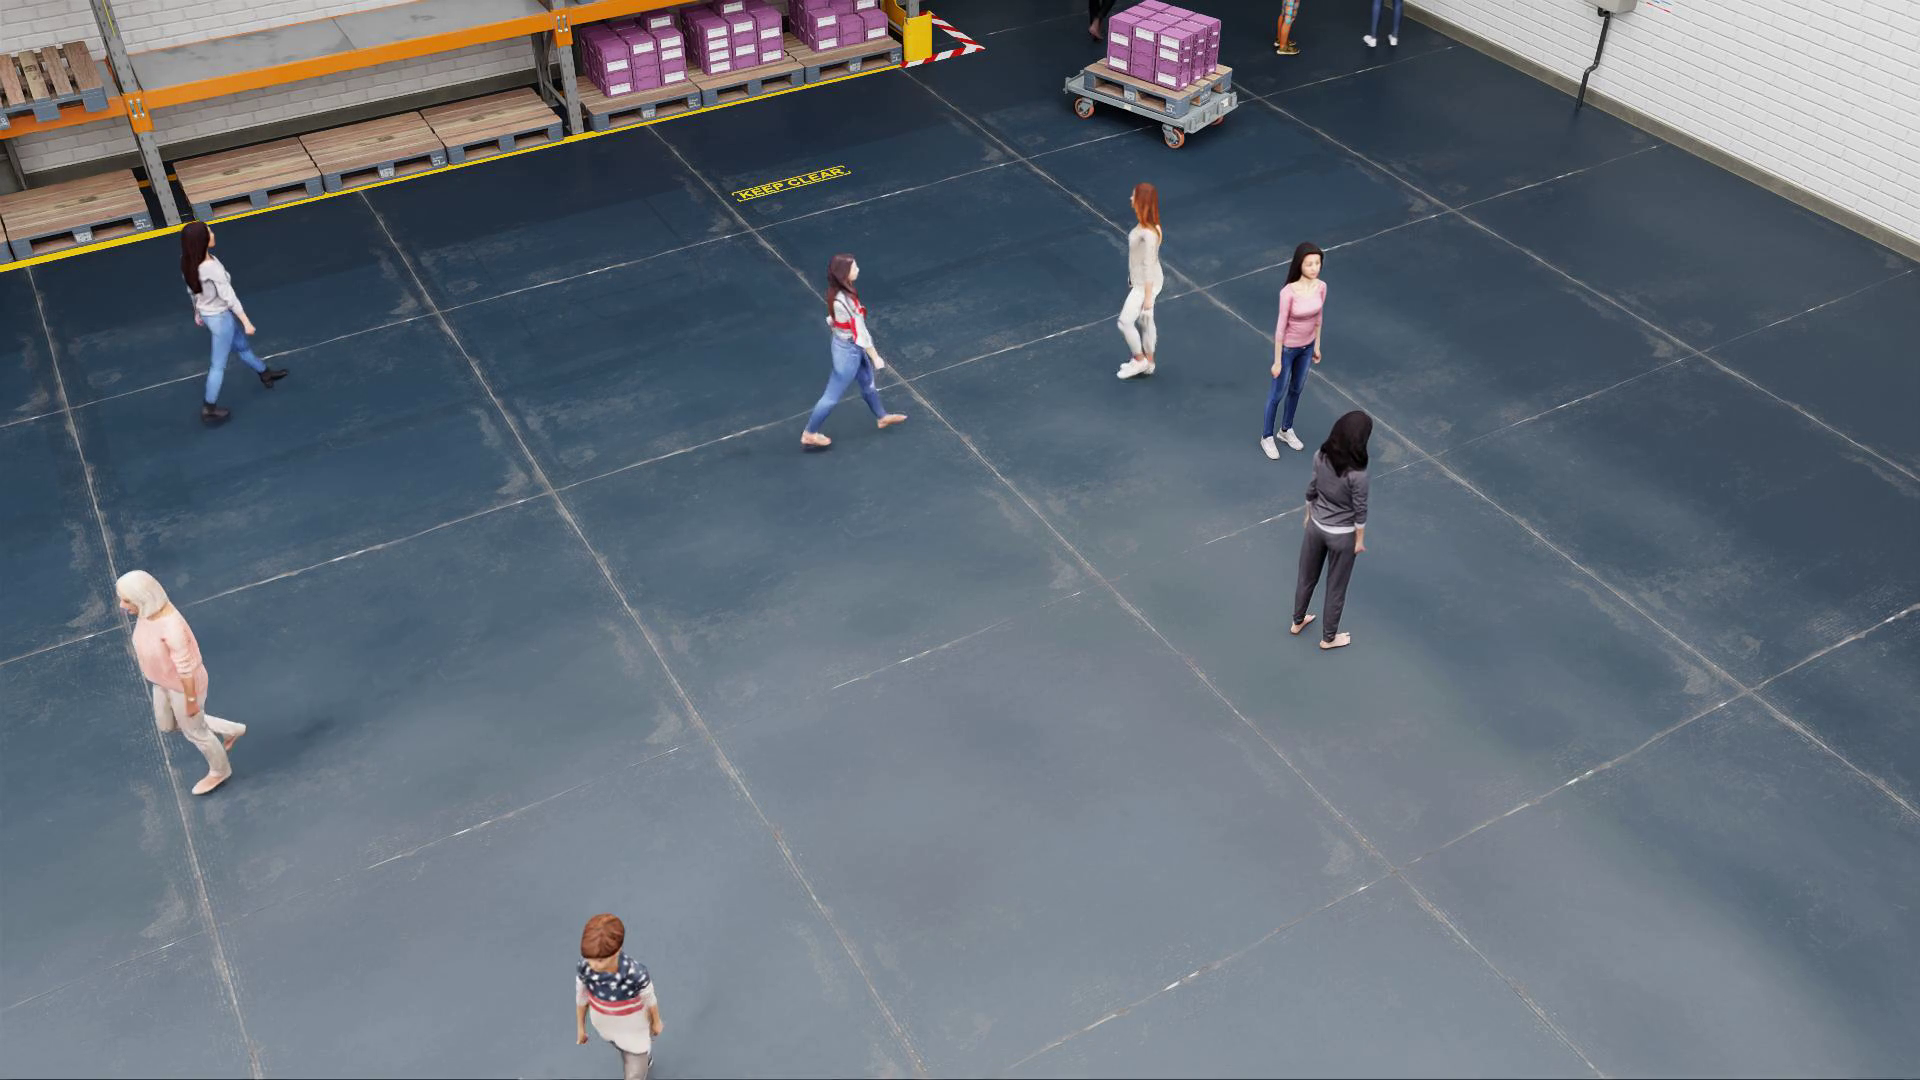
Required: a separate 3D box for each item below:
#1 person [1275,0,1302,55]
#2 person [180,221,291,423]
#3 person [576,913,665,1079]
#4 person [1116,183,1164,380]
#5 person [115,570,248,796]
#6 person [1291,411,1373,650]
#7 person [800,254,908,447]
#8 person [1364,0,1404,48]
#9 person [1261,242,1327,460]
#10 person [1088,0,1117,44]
[{"bbox_3d":[3.714,-6.193,18.594,0.600,1.459,0.581,-3,39,-4],"label":"person"},{"bbox_3d":[-5.768,-1.643,12.794,0.898,1.586,1.159,26,46,29],"label":"person"},{"bbox_3d":[-1.619,2.267,8.045,0.882,1.403,0.959,10,40,12],"label":"person"},{"bbox_3d":[1.551,-2.028,13.186,0.752,1.699,0.727,2,39,3],"label":"person"},{"bbox_3d":[-4.451,0.777,9.667,0.776,1.707,0.725,-31,48,-32],"label":"person"},{"bbox_3d":[2.383,-0.056,10.668,0.585,1.760,0.643,-30,47,-32],"label":"person"},{"bbox_3d":[-0.925,-1.377,12.472,1.155,1.573,0.775,-11,40,-14],"label":"person"},{"bbox_3d":[4.846,-6.424,18.664,0.614,1.732,0.754,-3,39,-3],"label":"person"},{"bbox_3d":[2.494,-1.427,12.399,0.451,1.742,0.639,-18,42,-21],"label":"person"},{"bbox_3d":[1.543,-6.428,18.591,0.864,1.828,0.900,23,44,26],"label":"person"}]
